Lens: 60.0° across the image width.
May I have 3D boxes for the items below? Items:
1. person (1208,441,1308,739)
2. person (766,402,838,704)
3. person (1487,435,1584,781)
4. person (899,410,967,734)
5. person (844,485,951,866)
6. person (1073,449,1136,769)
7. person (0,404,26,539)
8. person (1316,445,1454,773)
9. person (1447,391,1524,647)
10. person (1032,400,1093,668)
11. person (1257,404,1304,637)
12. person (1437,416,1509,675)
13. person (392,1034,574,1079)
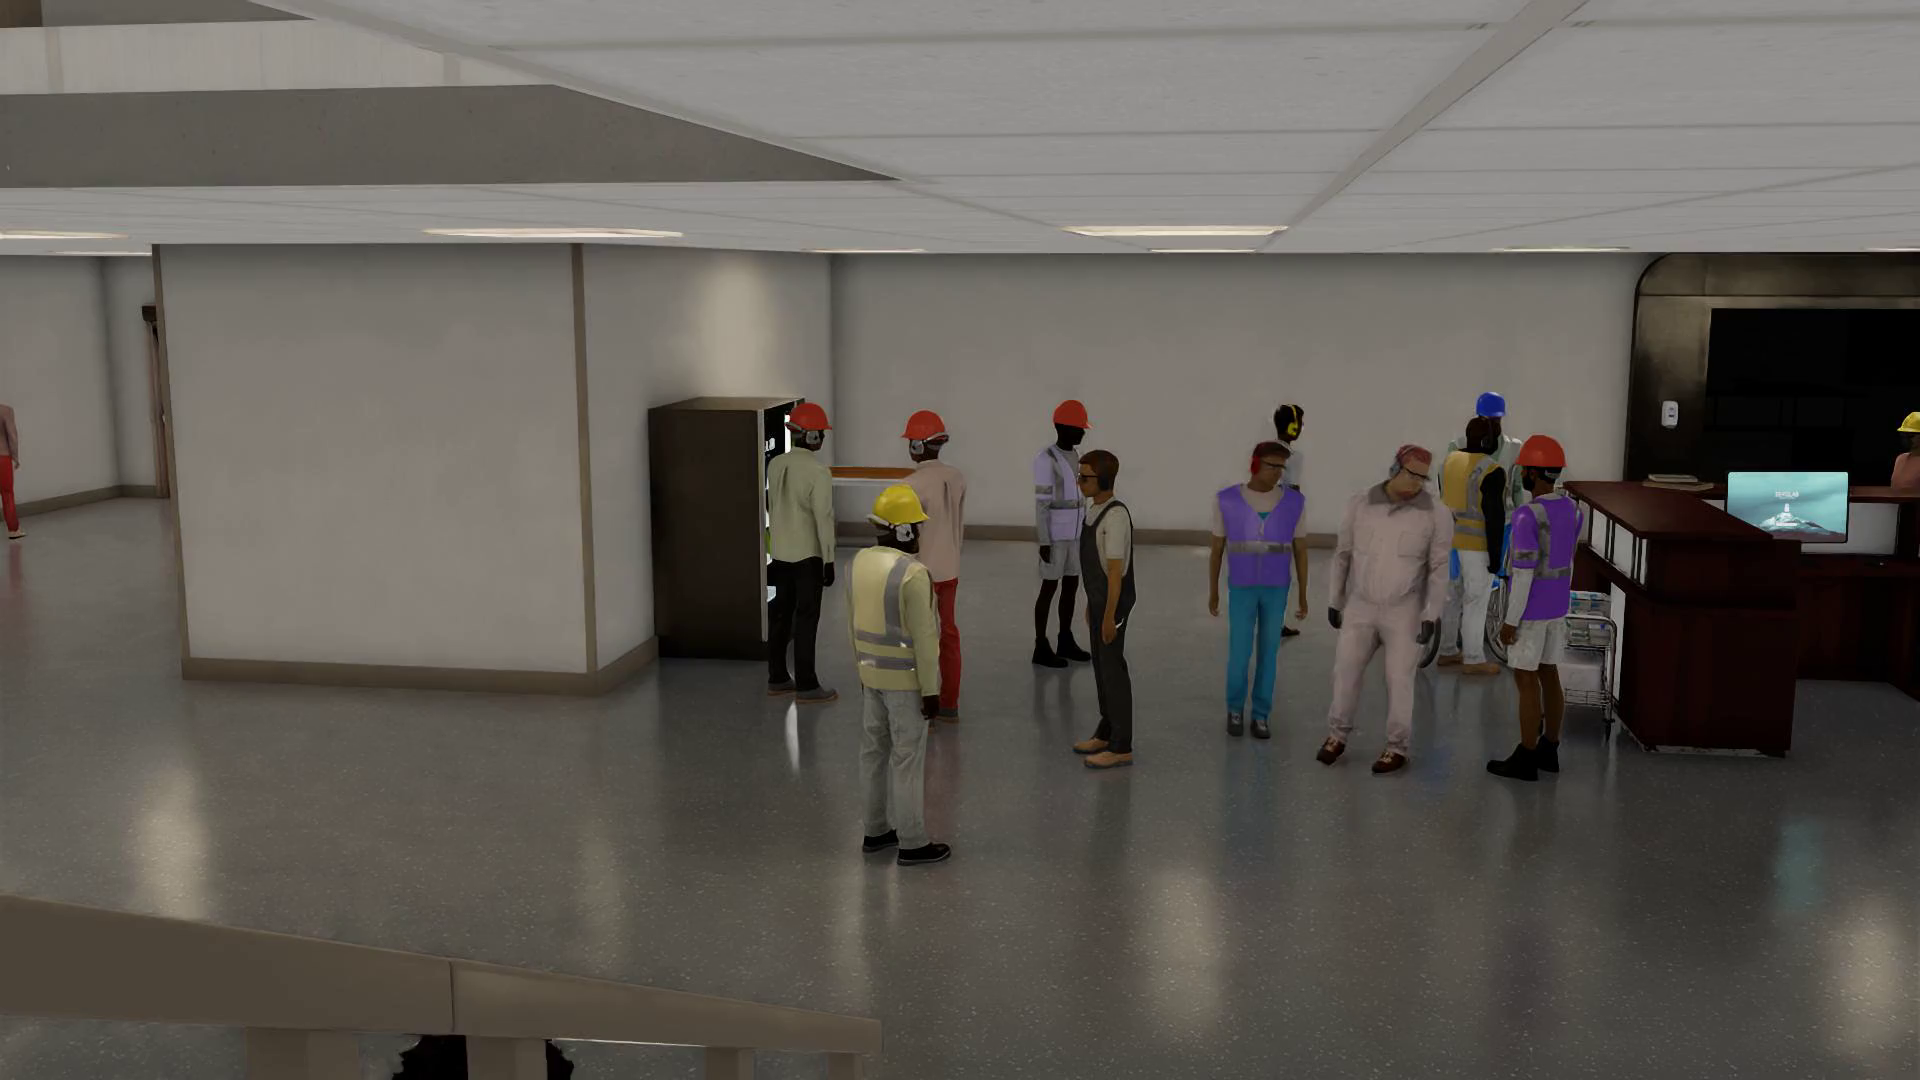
[{"bbox_3d":[1.817,0.312,10.098,0.594,1.817,0.513,0,9,-2],"label":"person"},{"bbox_3d":[-1.030,0.083,11.019,0.421,1.987,0.622,-9,13,-43],"label":"person"},{"bbox_3d":[3.218,0.378,9.326,0.548,1.938,0.358,-8,12,-39],"label":"person"},{"bbox_3d":[-0.197,0.195,10.280,0.376,1.995,0.609,6,11,34],"label":"person"},{"bbox_3d":[-0.294,0.645,8.004,0.404,1.833,0.590,-8,12,-41],"label":"person"},{"bbox_3d":[0.831,0.388,9.581,0.345,1.837,0.504,-1,9,-9],"label":"person"},{"bbox_3d":[-10.248,-0.879,17.610,0.526,1.768,0.331,-2,9,-14],"label":"person"},{"bbox_3d":[2.410,0.394,9.452,0.689,1.875,0.511,5,11,30],"label":"person"},{"bbox_3d":[3.956,-0.151,12.556,0.607,1.947,0.406,0,9,-2],"label":"person"},{"bbox_3d":[0.763,-0.049,12.000,0.389,1.928,0.549,8,12,41],"label":"person"},{"bbox_3d":[2.373,-0.117,12.705,0.660,1.846,0.537,-6,11,-31],"label":"person"},{"bbox_3d":[3.632,0.038,11.763,0.429,1.835,0.627,-4,10,-21],"label":"person"},{"bbox_3d":[-0.567,1.551,2.138,0.634,1.915,0.988,-4,10,-24],"label":"person"}]
